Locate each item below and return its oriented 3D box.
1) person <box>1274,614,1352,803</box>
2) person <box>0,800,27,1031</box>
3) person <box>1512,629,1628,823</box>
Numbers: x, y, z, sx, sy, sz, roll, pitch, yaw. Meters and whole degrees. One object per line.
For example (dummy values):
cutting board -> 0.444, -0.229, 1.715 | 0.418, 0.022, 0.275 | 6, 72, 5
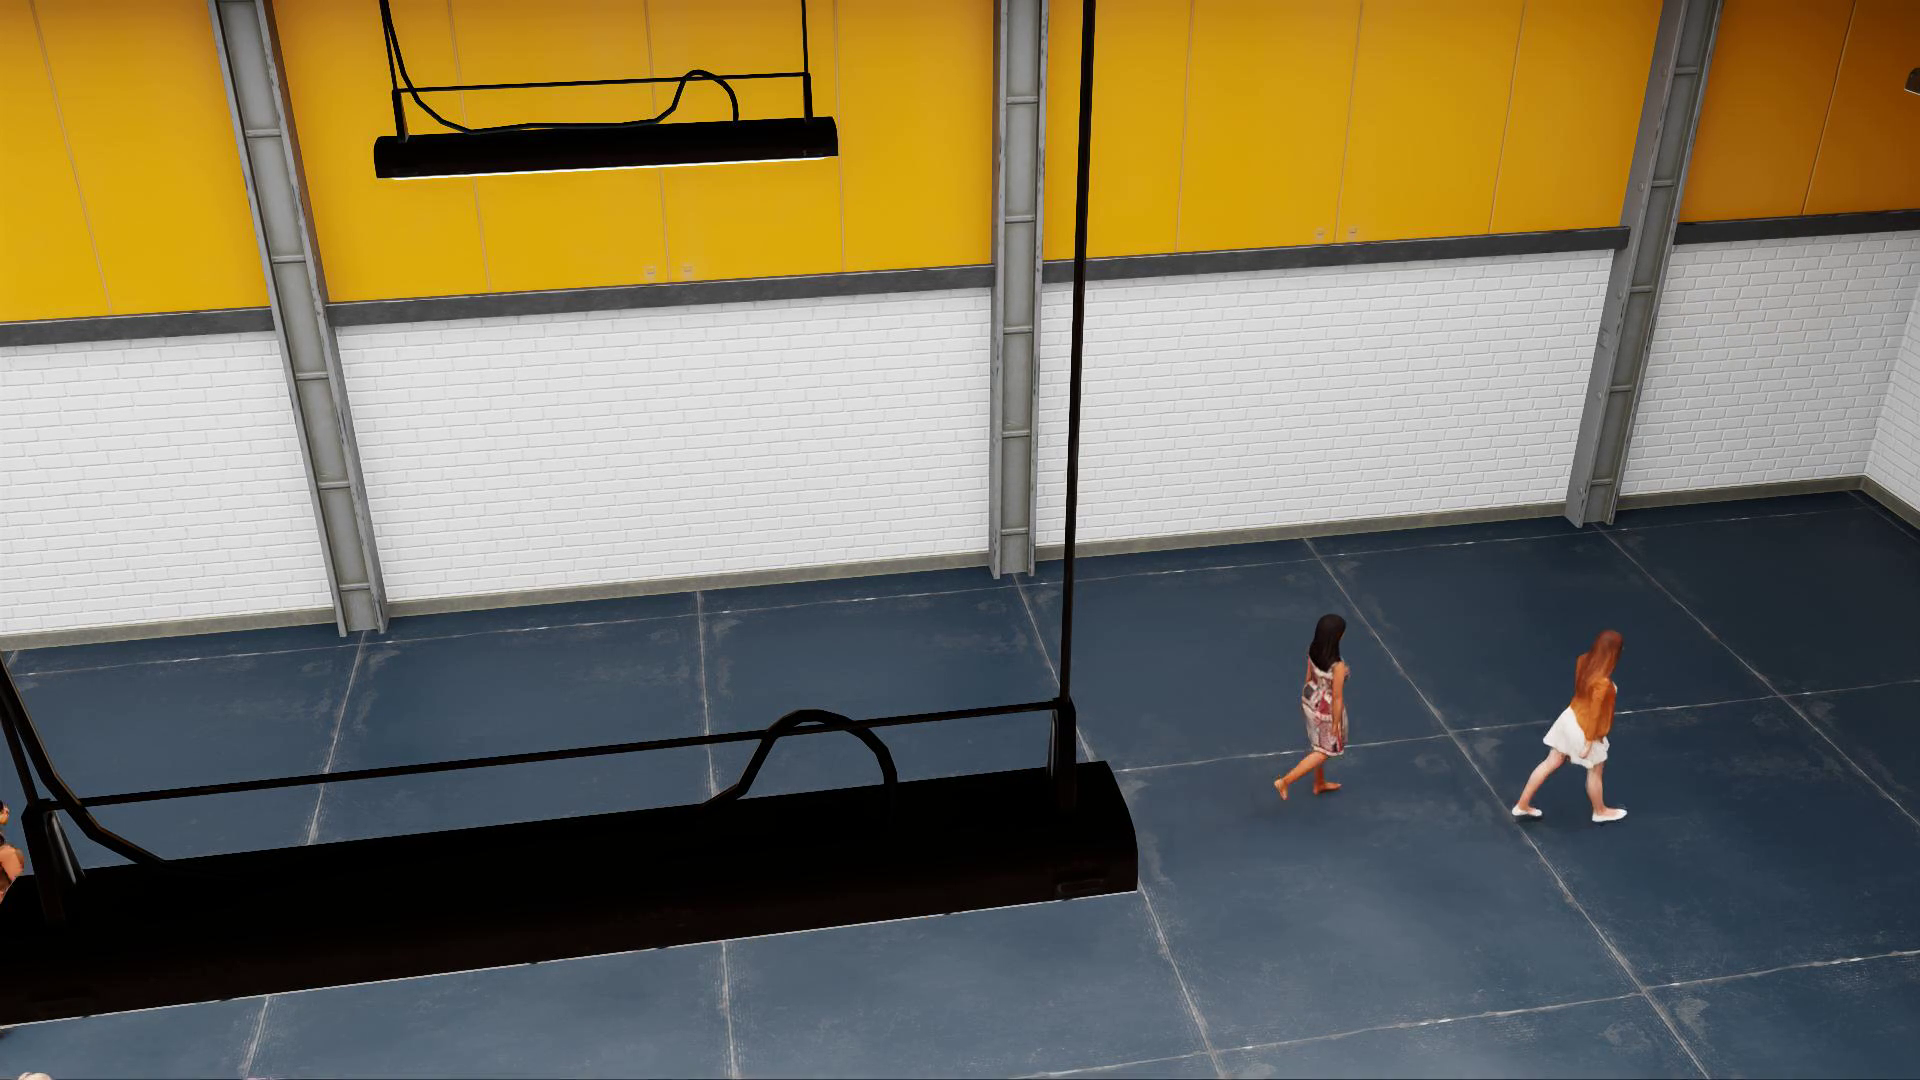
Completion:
person -> 2.661, 1.294, 12.486 | 0.967, 1.629, 0.751 | -12, 31, -21
person -> -6.044, 2.381, 10.473 | 1.000, 1.646, 1.137 | 24, 37, 37
person -> 4.481, 1.402, 12.234 | 1.078, 1.680, 0.642 | -3, 29, -6
